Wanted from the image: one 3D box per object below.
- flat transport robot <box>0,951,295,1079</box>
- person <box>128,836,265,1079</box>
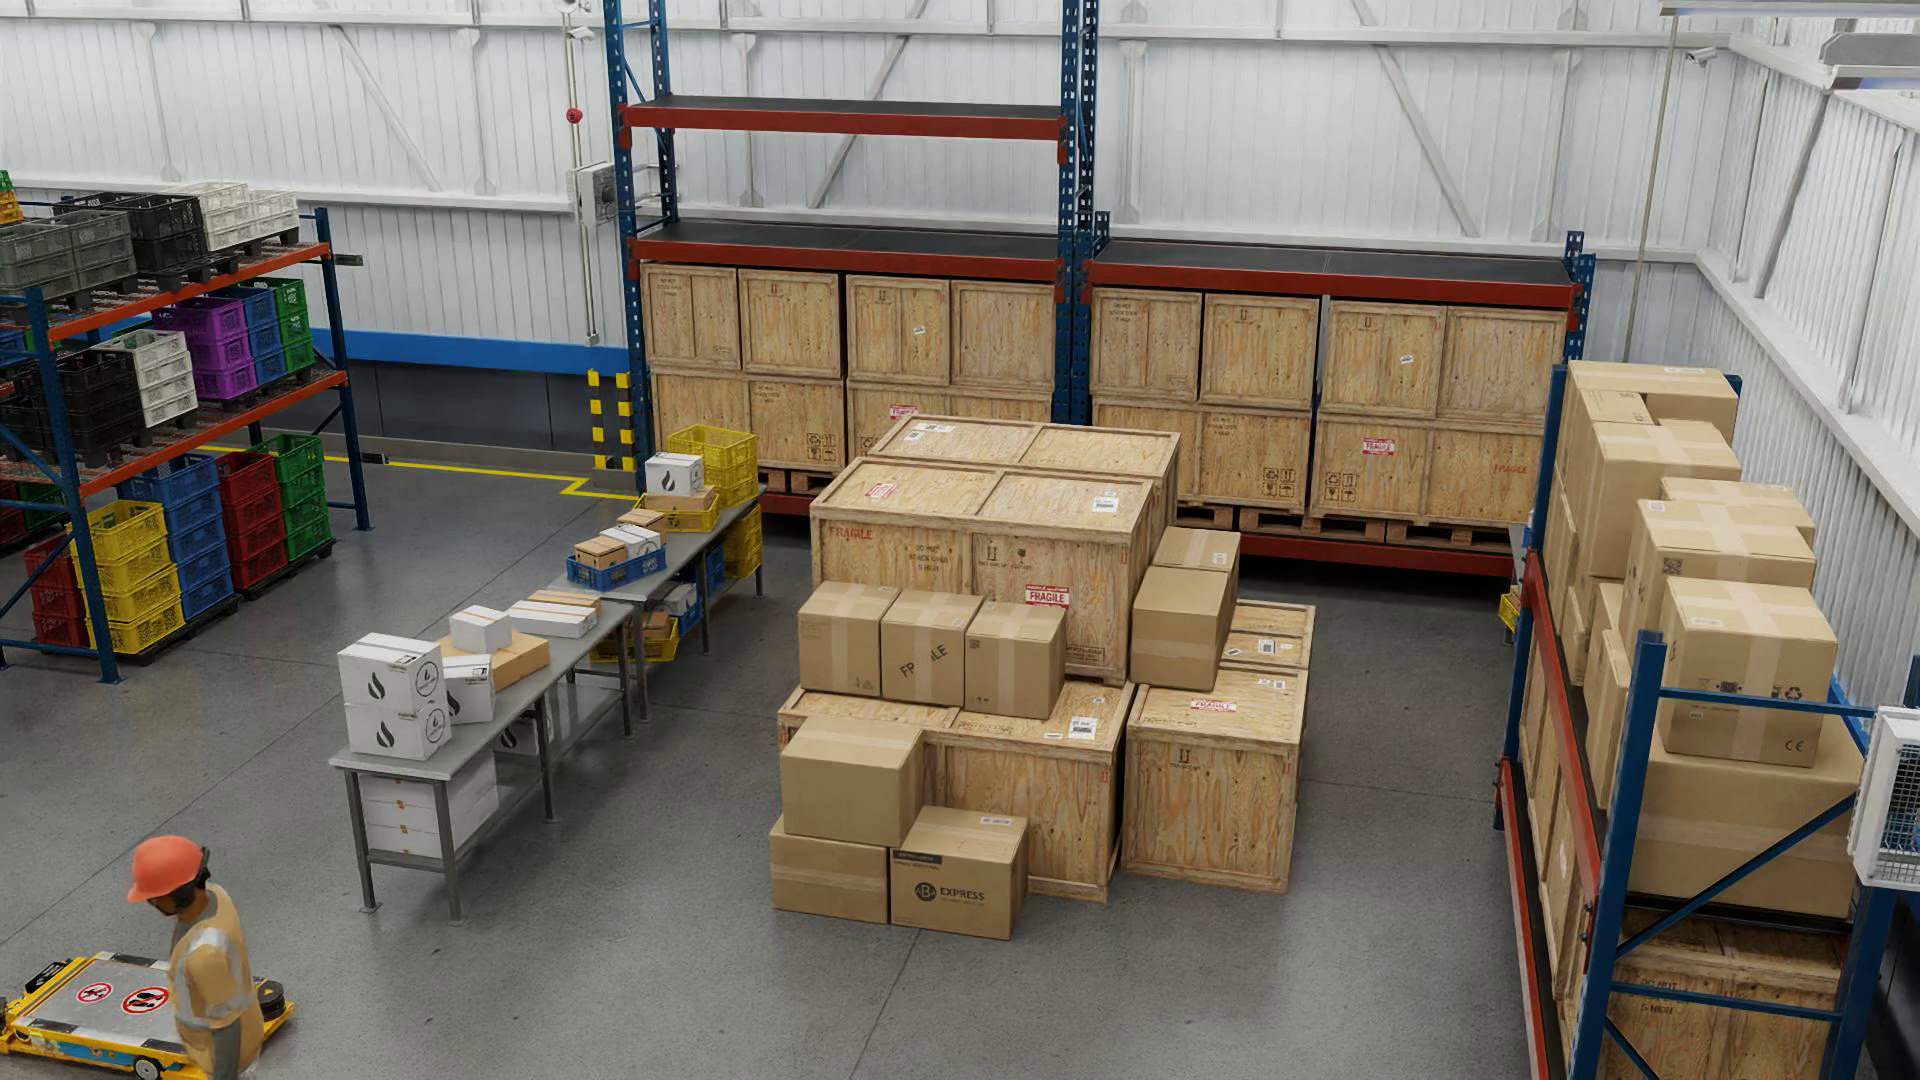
[{"bbox_3d":[-4.270,2.464,8.601,1.431,0.231,0.659,5,22,13],"label":"flat transport robot"},{"bbox_3d":[-3.140,2.133,7.001,0.406,2.031,0.607,-9,23,-22],"label":"person"}]
